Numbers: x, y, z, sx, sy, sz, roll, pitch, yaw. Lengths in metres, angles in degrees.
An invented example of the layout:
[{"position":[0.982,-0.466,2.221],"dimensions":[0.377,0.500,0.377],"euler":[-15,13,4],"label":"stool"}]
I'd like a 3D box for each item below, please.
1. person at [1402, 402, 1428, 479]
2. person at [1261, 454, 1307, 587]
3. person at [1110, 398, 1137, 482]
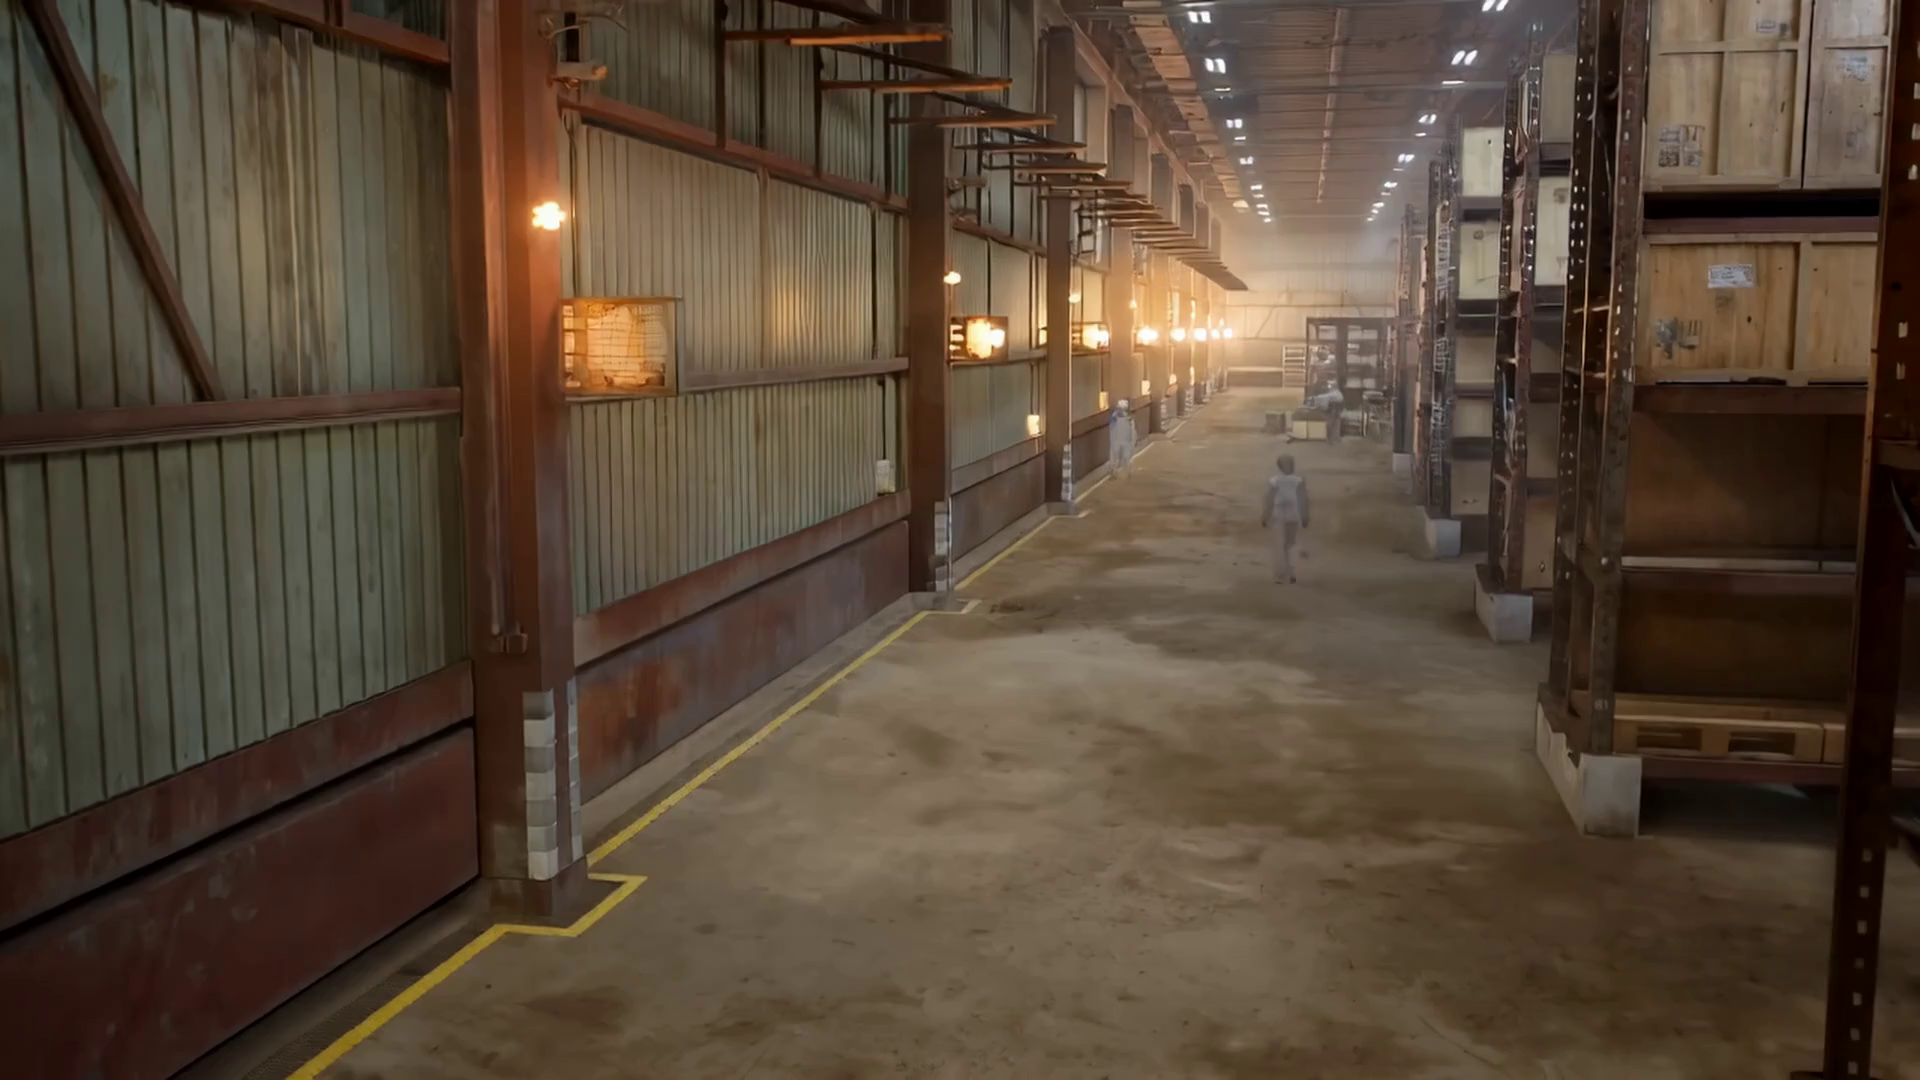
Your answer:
[{"position":[9.837,-2.120,34.992],"dimensions":[0.914,1.727,0.522],"euler":[2,8,18],"label":"person"},{"position":[3.952,-0.234,20.269],"dimensions":[0.522,1.625,0.394],"euler":[-1,7,-7],"label":"person"},{"position":[3.391,-2.081,34.542],"dimensions":[0.559,1.747,0.331],"euler":[1,7,9],"label":"person"}]
